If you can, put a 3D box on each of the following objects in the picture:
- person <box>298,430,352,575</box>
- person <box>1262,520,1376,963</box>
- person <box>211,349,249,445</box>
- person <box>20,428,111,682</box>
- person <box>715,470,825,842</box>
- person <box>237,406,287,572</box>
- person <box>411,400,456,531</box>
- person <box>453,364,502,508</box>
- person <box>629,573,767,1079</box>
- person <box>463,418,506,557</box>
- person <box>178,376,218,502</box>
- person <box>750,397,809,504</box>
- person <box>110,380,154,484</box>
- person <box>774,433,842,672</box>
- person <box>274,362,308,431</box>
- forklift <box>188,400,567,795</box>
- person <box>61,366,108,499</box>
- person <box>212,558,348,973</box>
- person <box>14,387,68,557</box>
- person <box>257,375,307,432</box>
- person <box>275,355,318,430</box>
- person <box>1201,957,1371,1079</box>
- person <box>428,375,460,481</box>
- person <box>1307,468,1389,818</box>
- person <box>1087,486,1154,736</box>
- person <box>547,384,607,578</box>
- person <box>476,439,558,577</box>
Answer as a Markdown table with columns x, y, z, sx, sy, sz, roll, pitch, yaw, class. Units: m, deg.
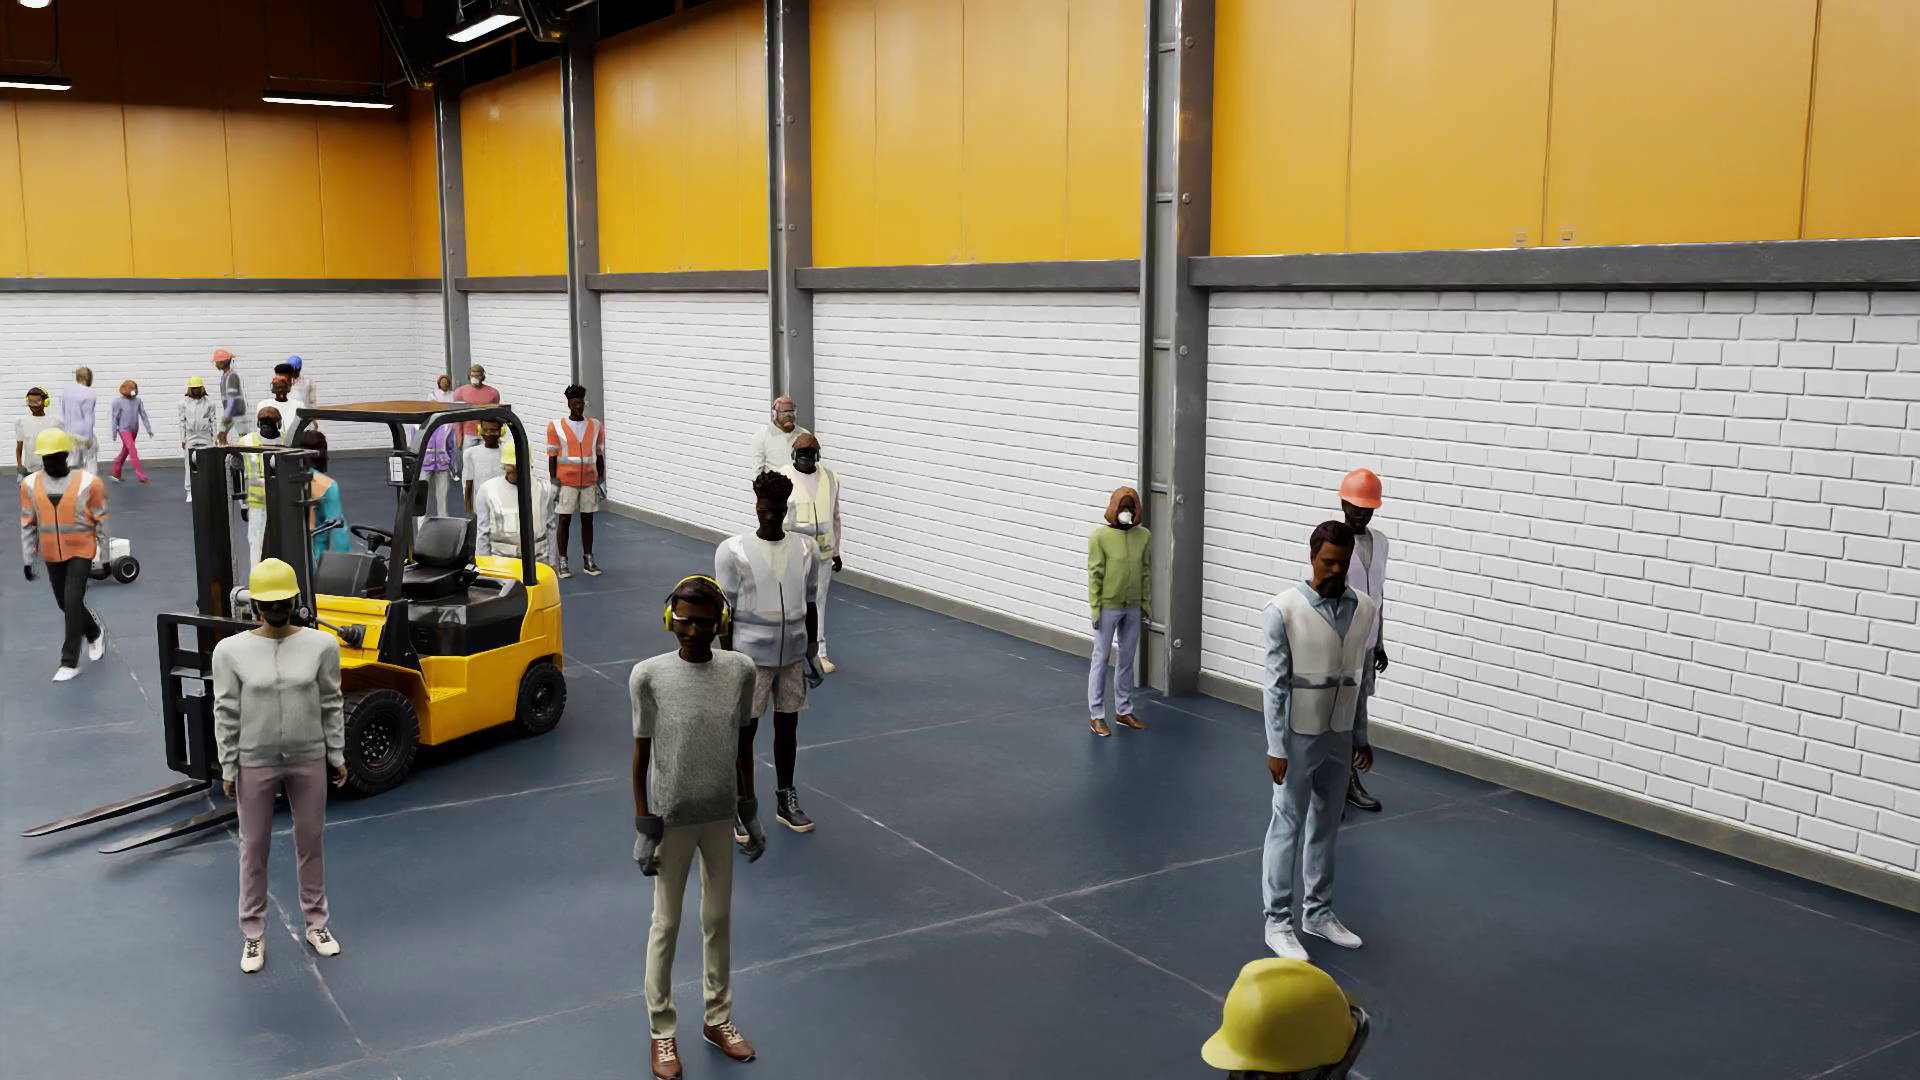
| x | y | z | sx | sy | sz | roll | pitch | yaw | class |
| --- | --- | --- | --- | --- | --- | --- | --- | --- | --- |
| -4.625 | 0.153 | 12.055 | 0.598 | 1.895 | 0.726 | 6 | 10 | 36 | person |
| 1.554 | 0.856 | 7.258 | 0.588 | 1.915 | 0.398 | -5 | 10 | -30 | person |
| -11.524 | -1.990 | 26.135 | 0.907 | 1.995 | 0.633 | -7 | 11 | -41 | person |
| -6.751 | 0.071 | 12.646 | 0.599 | 1.893 | 0.895 | 0 | 8 | -3 | person |
| -1.003 | 0.601 | 8.819 | 0.605 | 1.962 | 0.373 | -5 | 10 | -30 | person |
| -6.414 | -0.334 | 15.540 | 0.622 | 1.840 | 0.430 | -5 | 10 | -30 | person |
| -6.185 | -0.829 | 19.546 | 0.514 | 1.636 | 0.314 | -5 | 10 | -30 | person |
| -6.476 | -1.395 | 22.365 | 0.628 | 1.936 | 0.377 | -5 | 10 | -30 | person |
| -0.963 | 1.044 | 6.169 | 0.521 | 1.864 | 0.334 | -5 | 10 | -30 | person |
| -4.052 | -0.190 | 14.486 | 0.521 | 1.864 | 0.334 | -5 | 10 | -30 | person |
| -10.536 | -1.398 | 23.024 | 0.485 | 1.744 | 0.308 | -5 | 10 | -30 | person |
| -1.656 | -0.404 | 15.777 | 0.640 | 1.910 | 0.401 | -5 | 10 | -30 | person |
| -12.622 | -1.644 | 25.218 | 0.884 | 1.585 | 0.511 | 3 | 9 | 21 | person |
| -1.164 | 0.108 | 12.563 | 0.622 | 1.840 | 0.430 | -5 | 10 | -30 | person |
| -9.102 | -1.440 | 22.636 | 0.411 | 1.950 | 0.608 | -7 | 11 | -38 | person |
| -3.529 | 0.258 | 10.348 | 1.214 | 2.155 | 2.313 | 4 | 9 | 25 | forklift |
| -12.202 | -1.440 | 22.851 | 0.641 | 1.898 | 0.796 | 4 | 9 | 25 | person |
| -2.899 | 0.949 | 7.129 | 0.524 | 1.769 | 0.325 | -5 | 10 | -30 | person |
| -10.052 | -0.746 | 18.234 | 0.521 | 1.864 | 0.334 | -5 | 10 | -30 | person |
| -8.289 | -1.075 | 20.383 | 0.574 | 1.883 | 0.360 | -5 | 10 | -30 | person |
| -10.070 | -1.829 | 25.260 | 0.604 | 1.942 | 0.402 | -5 | 10 | -30 | person |
| 0.602 | 1.576 | 2.988 | 0.692 | 1.733 | 0.591 | 1 | 8 | 6 | person |
| -7.892 | -1.716 | 25.509 | 0.514 | 1.642 | 0.314 | -5 | 10 | -30 | person |
| 2.158 | 0.564 | 9.170 | 0.544 | 1.933 | 0.376 | -5 | 10 | -30 | person |
| 1.051 | 0.455 | 10.904 | 0.499 | 1.632 | 0.285 | -5 | 10 | -30 | person |
| -3.891 | -0.604 | 16.921 | 0.605 | 1.966 | 0.373 | -5 | 10 | -30 | person |
| -3.260 | 0.152 | 12.297 | 0.589 | 1.827 | 0.404 | -5 | 10 | -30 | person |
